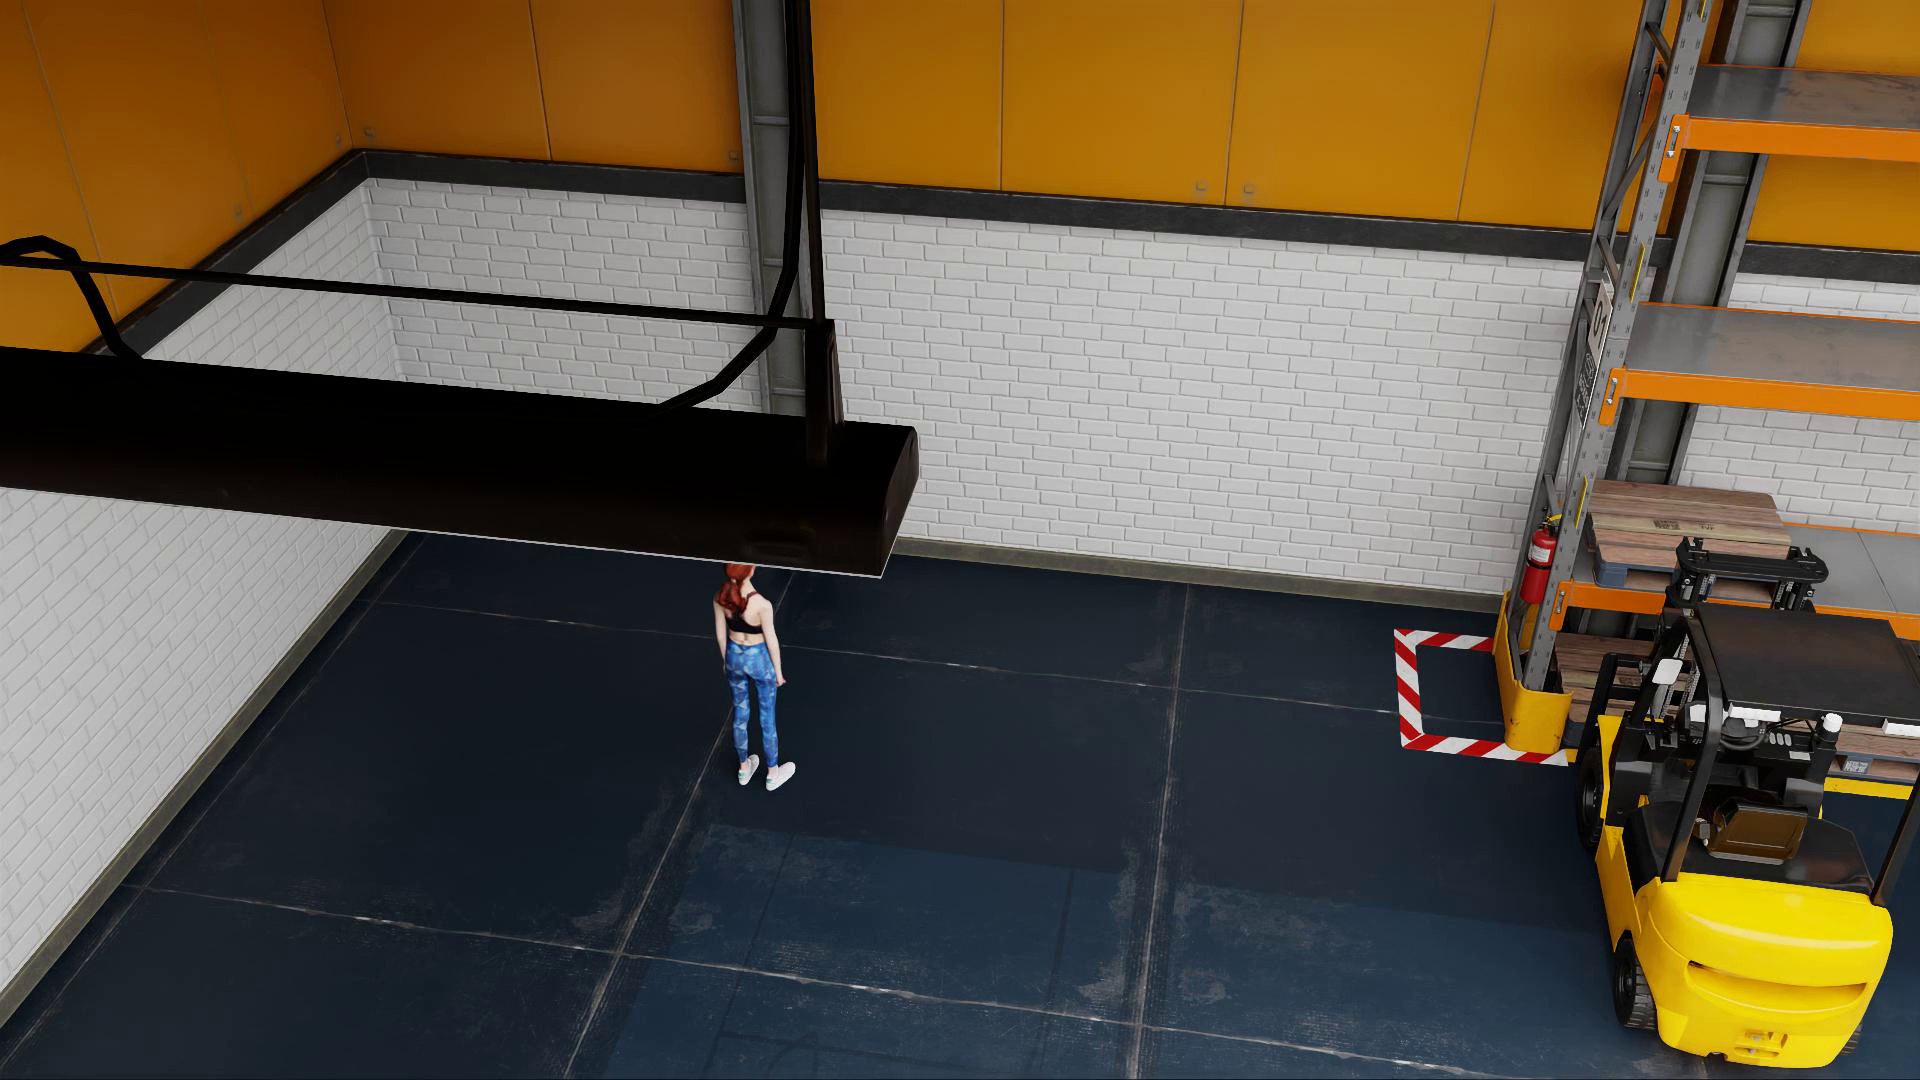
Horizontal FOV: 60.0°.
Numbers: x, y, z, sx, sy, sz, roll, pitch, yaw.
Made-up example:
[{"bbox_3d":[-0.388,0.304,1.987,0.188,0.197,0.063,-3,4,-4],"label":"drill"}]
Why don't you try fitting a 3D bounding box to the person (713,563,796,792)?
[{"bbox_3d":[-1.302,0.805,10.360,0.570,1.785,0.667,11,35,16],"label":"person"}]
